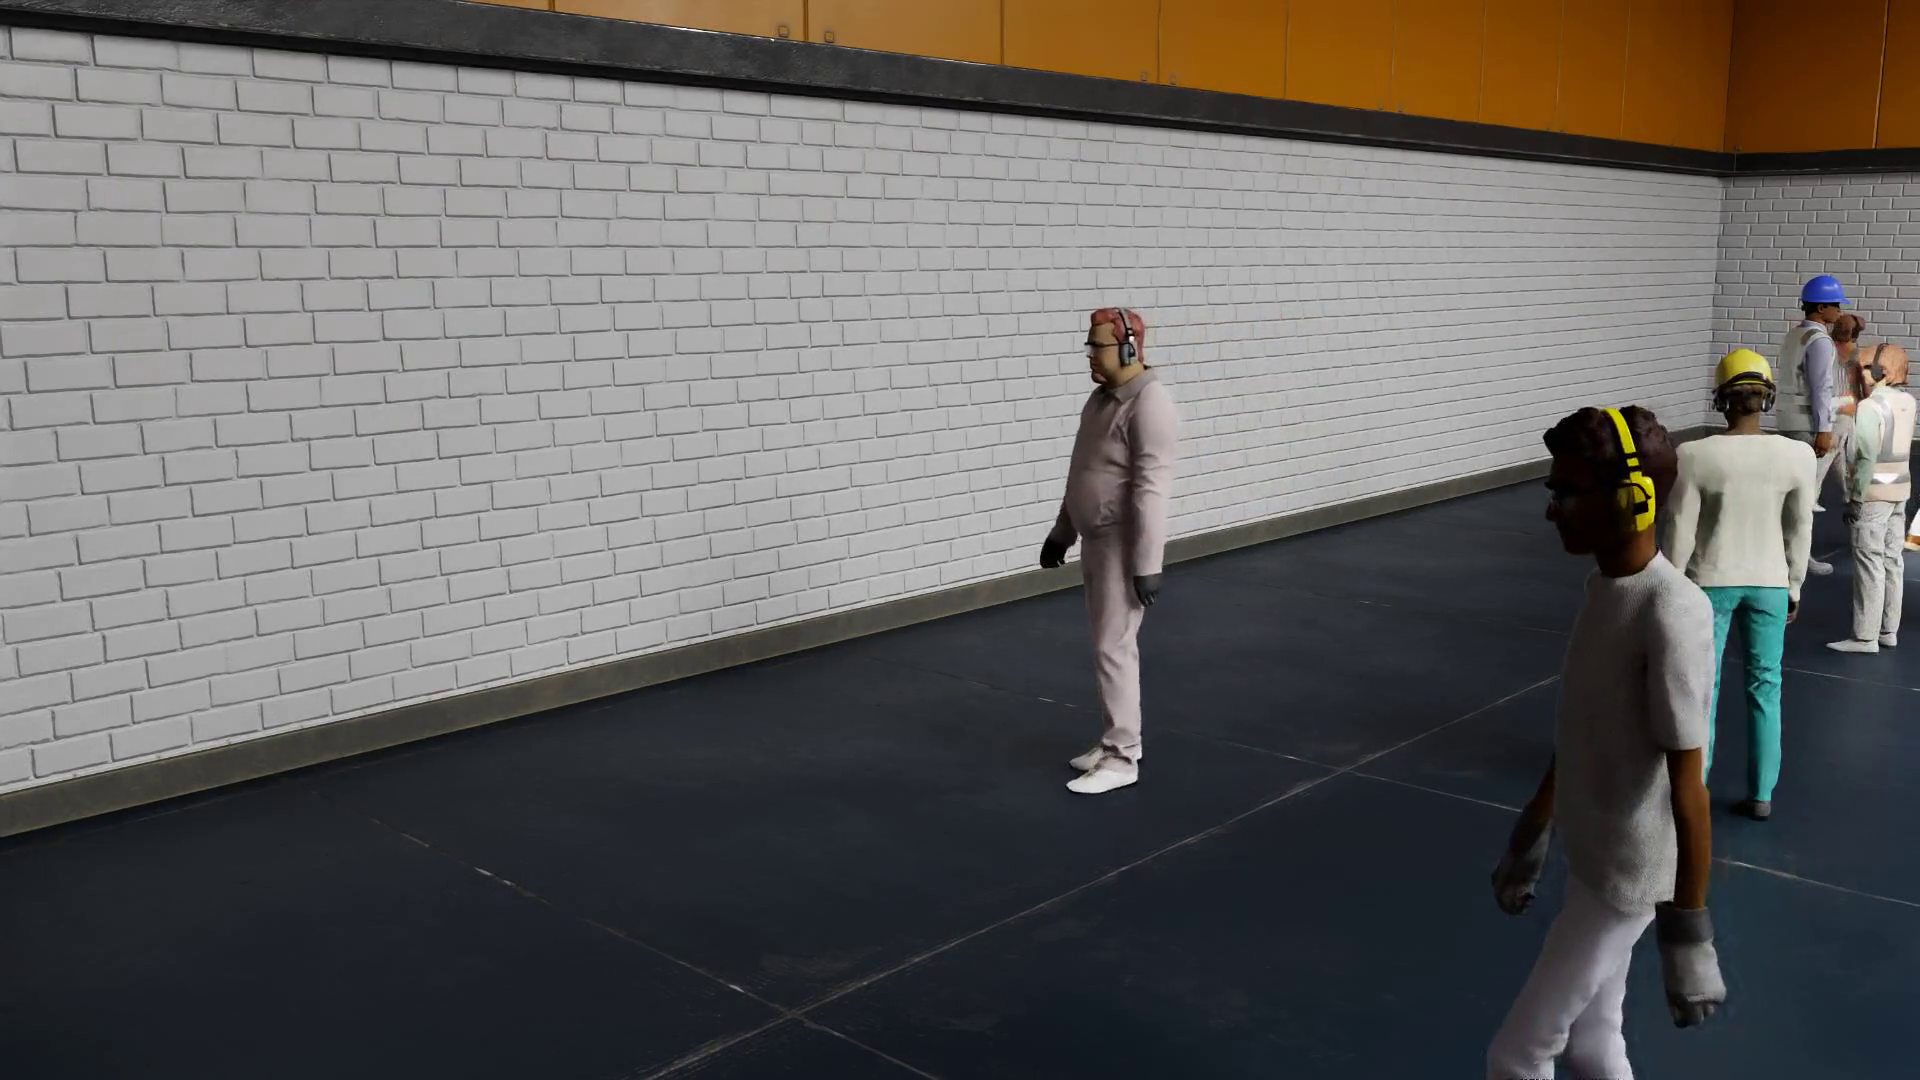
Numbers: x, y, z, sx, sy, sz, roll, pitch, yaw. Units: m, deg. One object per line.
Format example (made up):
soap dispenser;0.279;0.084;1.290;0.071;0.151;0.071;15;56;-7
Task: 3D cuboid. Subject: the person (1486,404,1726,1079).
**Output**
person;1.112;0.654;3.241;0.775;1.832;0.585;2;10;10

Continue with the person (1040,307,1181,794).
person;0.596;0.031;6.600;0.433;1.900;0.661;-2;10;-13

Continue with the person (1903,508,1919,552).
person;7.055;-0.748;11.288;1.076;1.815;0.600;3;10;18

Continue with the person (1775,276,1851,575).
person;5.576;-0.756;10.948;0.391;1.946;0.615;1;10;7

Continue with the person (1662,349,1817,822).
person;2.863;0.177;6.183;0.524;1.760;0.326;1;10;6

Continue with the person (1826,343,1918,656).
person;4.812;-0.211;8.733;0.523;1.636;0.310;-7;12;-36

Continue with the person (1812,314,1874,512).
person;7.151;-1.022;13.485;0.872;1.590;0.537;-4;11;-20
